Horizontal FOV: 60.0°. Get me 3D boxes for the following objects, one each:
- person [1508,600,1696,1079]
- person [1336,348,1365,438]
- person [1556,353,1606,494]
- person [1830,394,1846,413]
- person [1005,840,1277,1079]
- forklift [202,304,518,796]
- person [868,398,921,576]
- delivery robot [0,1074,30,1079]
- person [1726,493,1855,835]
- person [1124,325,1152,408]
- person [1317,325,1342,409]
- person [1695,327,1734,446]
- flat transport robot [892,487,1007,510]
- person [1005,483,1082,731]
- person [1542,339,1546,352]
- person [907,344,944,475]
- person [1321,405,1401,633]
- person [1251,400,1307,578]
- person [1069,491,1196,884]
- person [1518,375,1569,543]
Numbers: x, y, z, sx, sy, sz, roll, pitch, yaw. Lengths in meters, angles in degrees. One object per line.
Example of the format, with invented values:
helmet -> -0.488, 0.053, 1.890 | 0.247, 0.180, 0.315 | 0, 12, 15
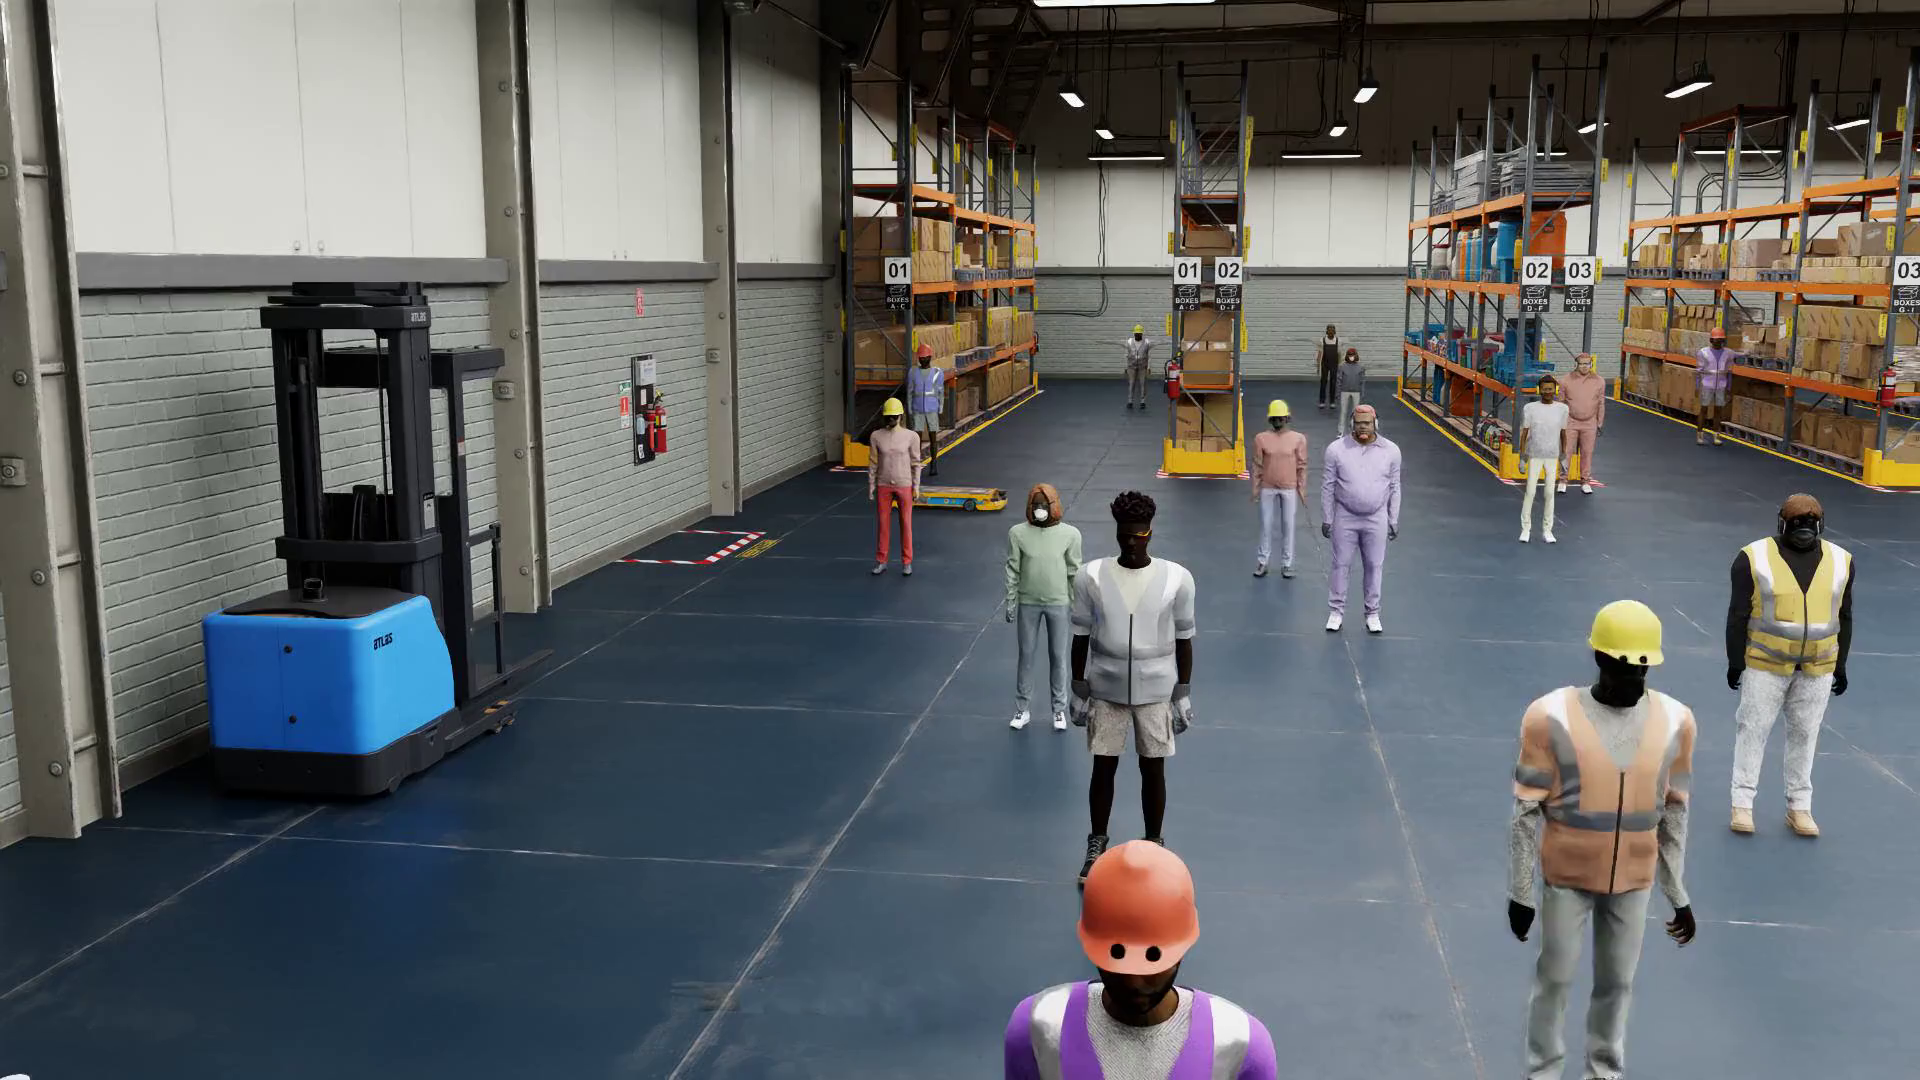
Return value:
person -> 2.217, 1.142, 5.740 | 0.629, 1.915, 0.452 | 0, 9, 0
person -> 7.016, -2.637, 29.881 | 0.507, 1.631, 0.266 | 1, 9, 9
person -> 8.397, -1.580, 22.532 | 0.651, 1.904, 0.403 | 1, 9, 9
person -> 18.714, -3.594, 35.181 | 0.600, 1.827, 0.404 | 1, 9, 9
person -> 0.342, 1.521, 3.313 | 0.551, 1.932, 0.378 | 1, 9, 9
forklift -> -3.673, -0.038, 10.147 | 1.129, 2.768, 1.873 | 1, 9, 9
person -> -0.656, -0.529, 16.477 | 0.533, 1.765, 0.331 | 1, 9, 9
delivery robot -> -2.899, 1.891, 5.115 | 0.707, 0.478, 0.477 | 1, 9, 6
person -> 4.427, 0.663, 8.887 | 0.633, 1.841, 0.429 | 1, 9, 9
person -> 3.899, -3.807, 36.493 | 0.600, 1.827, 0.404 | 1, 9, 9
person -> 8.093, -3.794, 36.448 | 0.529, 1.830, 0.398 | 1, 9, 8
person -> 13.020, -2.650, 28.705 | 0.614, 2.040, 0.390 | 1, 9, 9
flat transport robot -> -0.143, -0.545, 21.270 | 1.431, 0.197, 0.652 | 1, 10, 9
person -> 0.546, 0.436, 10.929 | 0.507, 1.631, 0.266 | 1, 9, 9
person -> 14.100, -4.390, 40.809 | 0.534, 1.633, 0.343 | 3, 10, 15
person -> -0.514, -1.929, 24.578 | 0.551, 1.934, 0.373 | 1, 9, 9
person -> 3.342, -0.178, 13.877 | 0.651, 1.906, 0.403 | 1, 9, 9
person -> 3.131, -0.500, 16.358 | 0.549, 1.754, 0.394 | 3, 10, 18
person -> 0.833, 0.728, 8.110 | 0.613, 1.961, 0.368 | 1, 9, 9
person -> 6.480, -0.904, 18.470 | 0.533, 1.868, 0.310 | 1, 9, 9
